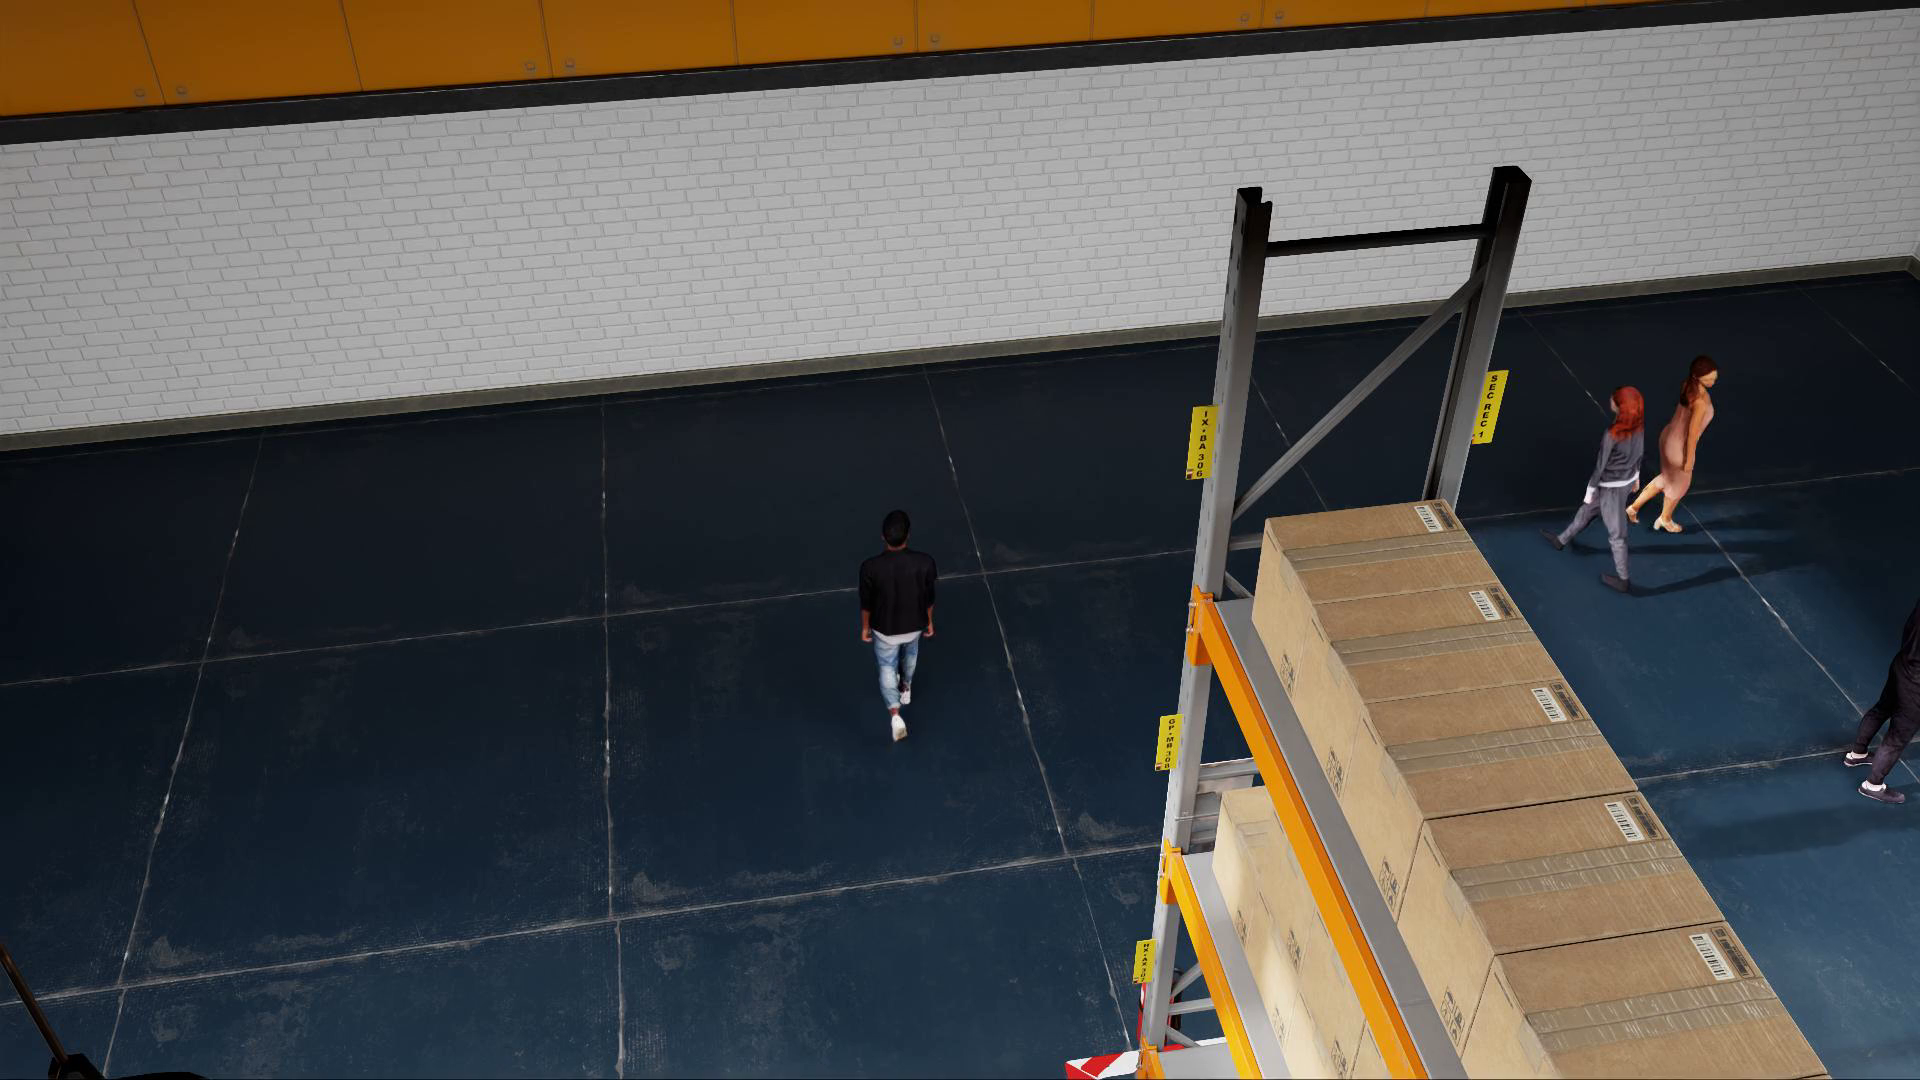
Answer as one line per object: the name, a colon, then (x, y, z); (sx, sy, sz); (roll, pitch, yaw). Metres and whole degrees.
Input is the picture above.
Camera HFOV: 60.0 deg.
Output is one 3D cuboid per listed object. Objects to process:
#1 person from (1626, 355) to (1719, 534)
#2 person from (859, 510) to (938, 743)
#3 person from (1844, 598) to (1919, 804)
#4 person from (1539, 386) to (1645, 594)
person: (5.615, -0.716, 13.165); (0.761, 1.787, 0.772); (-3, 39, -4)
person: (-0.418, 0.603, 11.512); (0.685, 1.789, 1.015); (-6, 39, -7)
person: (6.330, 0.942, 11.048); (0.785, 1.837, 0.606); (3, 39, 4)
person: (5.079, -0.350, 12.763); (0.951, 1.716, 1.181); (-25, 45, -28)
